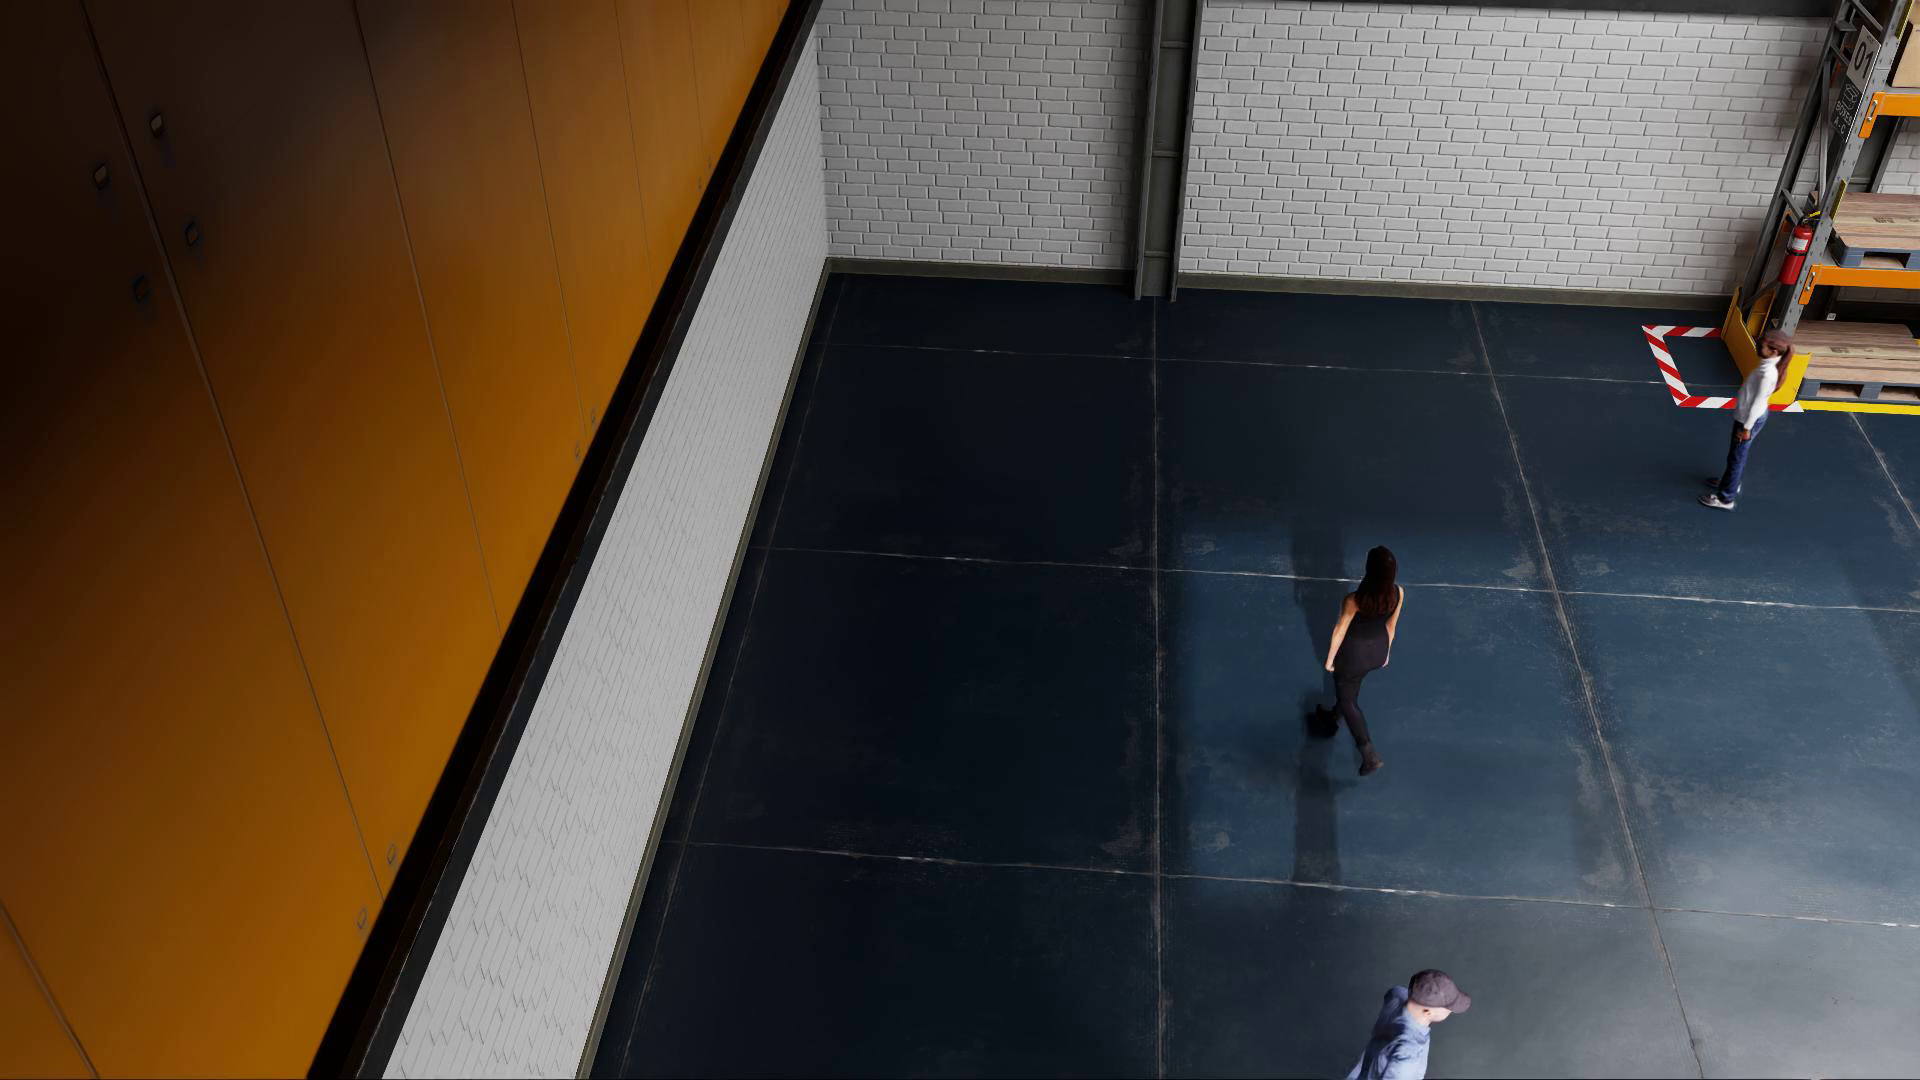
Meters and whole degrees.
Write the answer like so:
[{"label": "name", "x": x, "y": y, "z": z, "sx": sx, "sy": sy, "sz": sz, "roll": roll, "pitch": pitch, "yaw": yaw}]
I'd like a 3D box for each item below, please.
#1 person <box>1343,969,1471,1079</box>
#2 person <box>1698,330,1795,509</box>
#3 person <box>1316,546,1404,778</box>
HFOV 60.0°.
[{"label": "person", "x": 1.939, "y": 2.740, "z": 8.083, "sx": 0.928, "sy": 1.844, "sz": 0.686, "roll": 6, "pitch": 39, "yaw": 7}, {"label": "person", "x": 6.162, "y": -0.954, "z": 12.940, "sx": 0.638, "sy": 1.556, "sz": 0.620, "roll": 18, "pitch": 42, "yaw": 21}, {"label": "person", "x": 2.595, "y": 0.790, "z": 10.668, "sx": 1.071, "sy": 1.666, "sz": 0.946, "roll": -12, "pitch": 40, "yaw": -15}]
